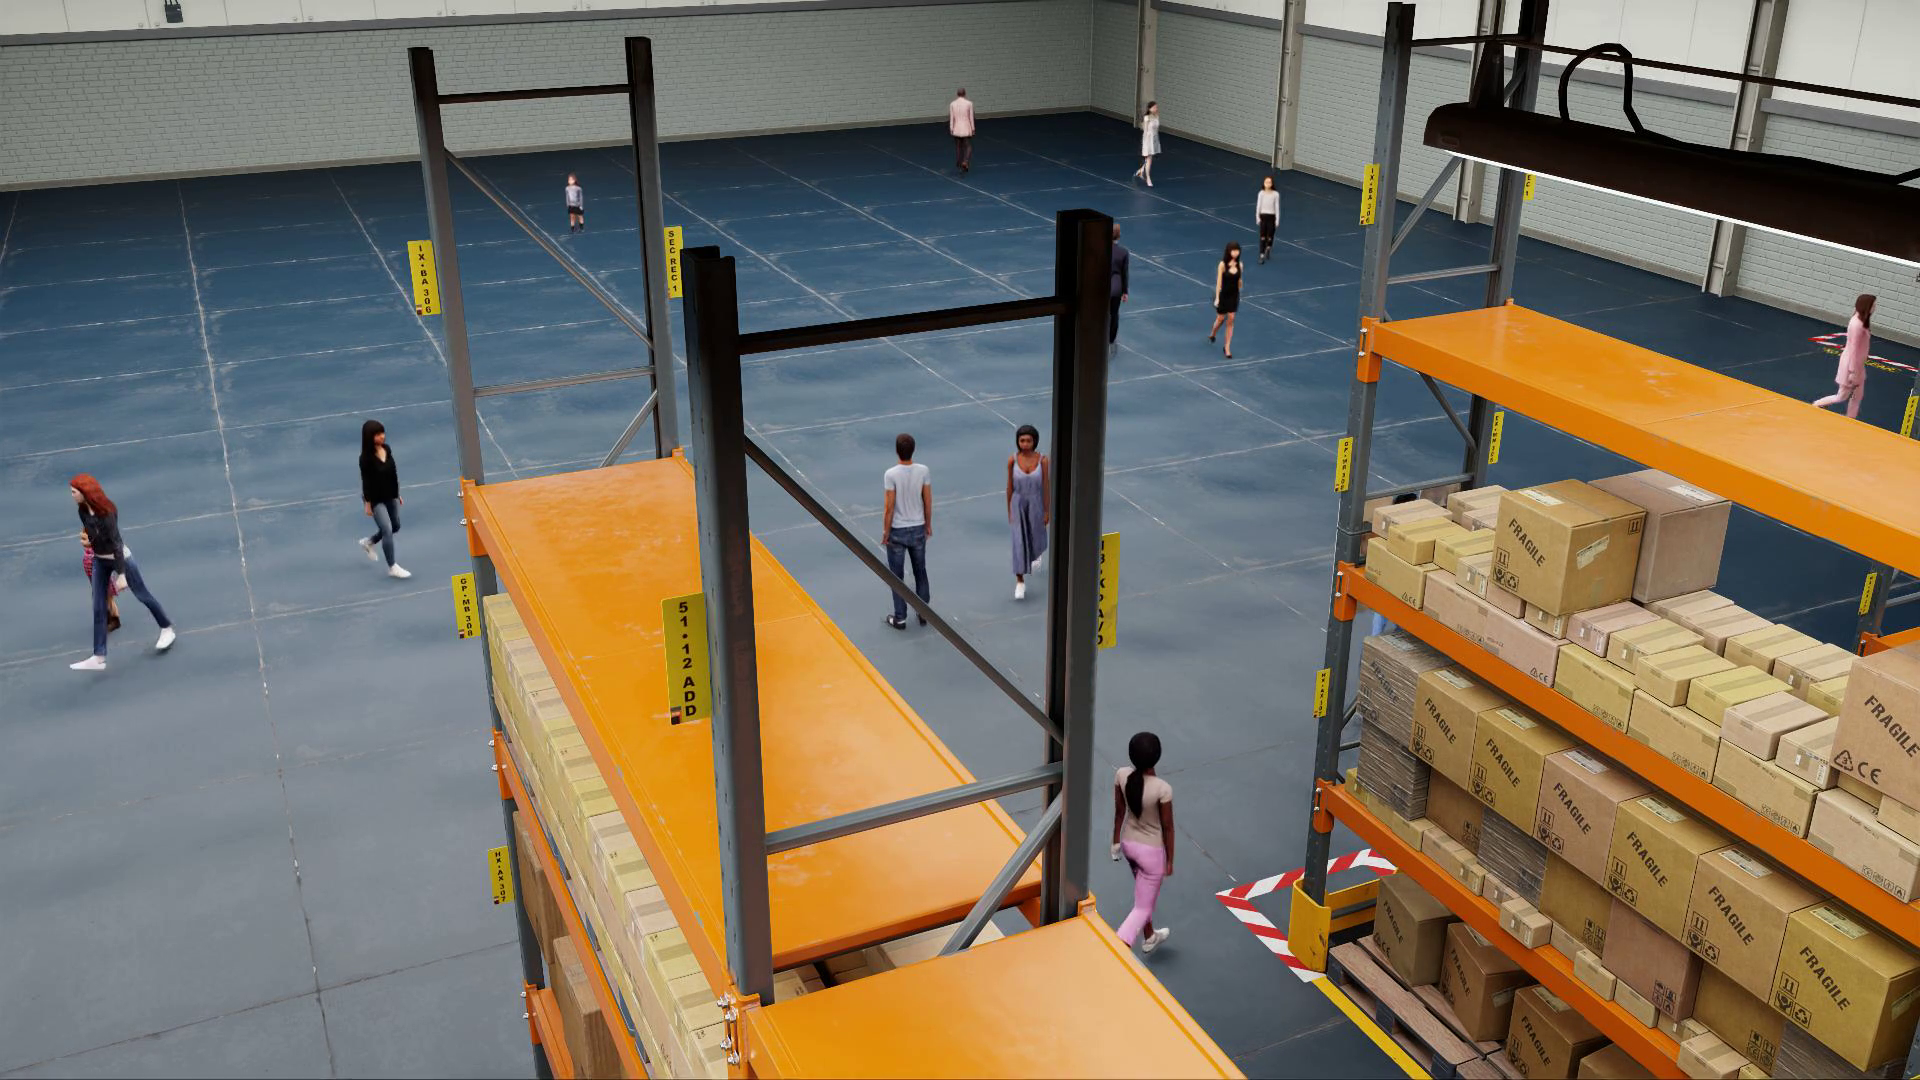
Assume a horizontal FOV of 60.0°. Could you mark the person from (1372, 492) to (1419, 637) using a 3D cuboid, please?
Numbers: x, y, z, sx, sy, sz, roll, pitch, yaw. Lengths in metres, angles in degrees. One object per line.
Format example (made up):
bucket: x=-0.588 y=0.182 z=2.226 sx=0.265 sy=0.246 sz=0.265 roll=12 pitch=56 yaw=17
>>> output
person: x=3.799 y=0.372 z=14.468 sx=0.955 sy=1.615 sz=0.994 roll=10 pitch=25 yaw=23

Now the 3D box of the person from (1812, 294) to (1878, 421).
person: x=10.626 y=-2.071 z=20.005 sx=1.151 sy=1.778 sz=0.992 roll=13 pitch=26 yaw=28

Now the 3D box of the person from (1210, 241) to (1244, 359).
person: x=3.711 y=-3.389 z=23.285 sx=0.651 sy=1.638 sz=0.844 roll=-6 pitch=24 yaw=-14

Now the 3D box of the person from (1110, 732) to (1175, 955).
person: x=1.108 y=2.015 z=10.477 sx=1.111 sy=1.716 sz=0.943 roll=19 pitch=29 yaw=37

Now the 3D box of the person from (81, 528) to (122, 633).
person: x=-7.903 y=0.340 z=15.301 sx=0.473 sy=1.022 sz=0.553 roll=18 pitch=29 yaw=36

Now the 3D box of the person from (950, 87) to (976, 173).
person: x=0.045 y=-8.817 z=35.846 sx=0.905 sy=1.796 sz=0.961 roll=6 pitch=24 yaw=14

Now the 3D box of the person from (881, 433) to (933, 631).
person: x=-0.485 y=-0.084 z=15.221 sx=0.640 sy=1.865 sz=0.520 roll=-10 pitch=25 yaw=-21

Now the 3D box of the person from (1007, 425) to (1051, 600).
person: x=0.659 y=-0.317 z=16.003 sx=0.863 sy=1.682 sz=1.042 roll=2 pitch=23 yaw=5

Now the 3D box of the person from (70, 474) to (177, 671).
person: x=-7.364 y=0.243 z=14.630 sx=1.219 sy=1.726 sz=1.250 roll=8 pitch=24 yaw=17

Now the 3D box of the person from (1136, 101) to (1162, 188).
person: x=3.912 y=-8.195 z=34.442 sx=0.945 sy=1.750 sz=0.809 roll=19 pitch=30 yaw=38

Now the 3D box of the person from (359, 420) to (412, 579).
person: x=-5.732 y=-0.423 z=16.315 sx=0.941 sy=1.633 sz=0.879 roll=8 pitch=24 yaw=19

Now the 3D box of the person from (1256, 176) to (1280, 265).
person: x=5.280 y=-5.495 z=28.457 sx=0.877 sy=1.464 sz=0.979 roll=5 pitch=24 yaw=12

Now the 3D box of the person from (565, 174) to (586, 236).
person: x=-7.037 y=-6.164 z=30.521 sx=0.691 sy=1.080 sz=0.843 roll=1 pitch=23 yaw=3
